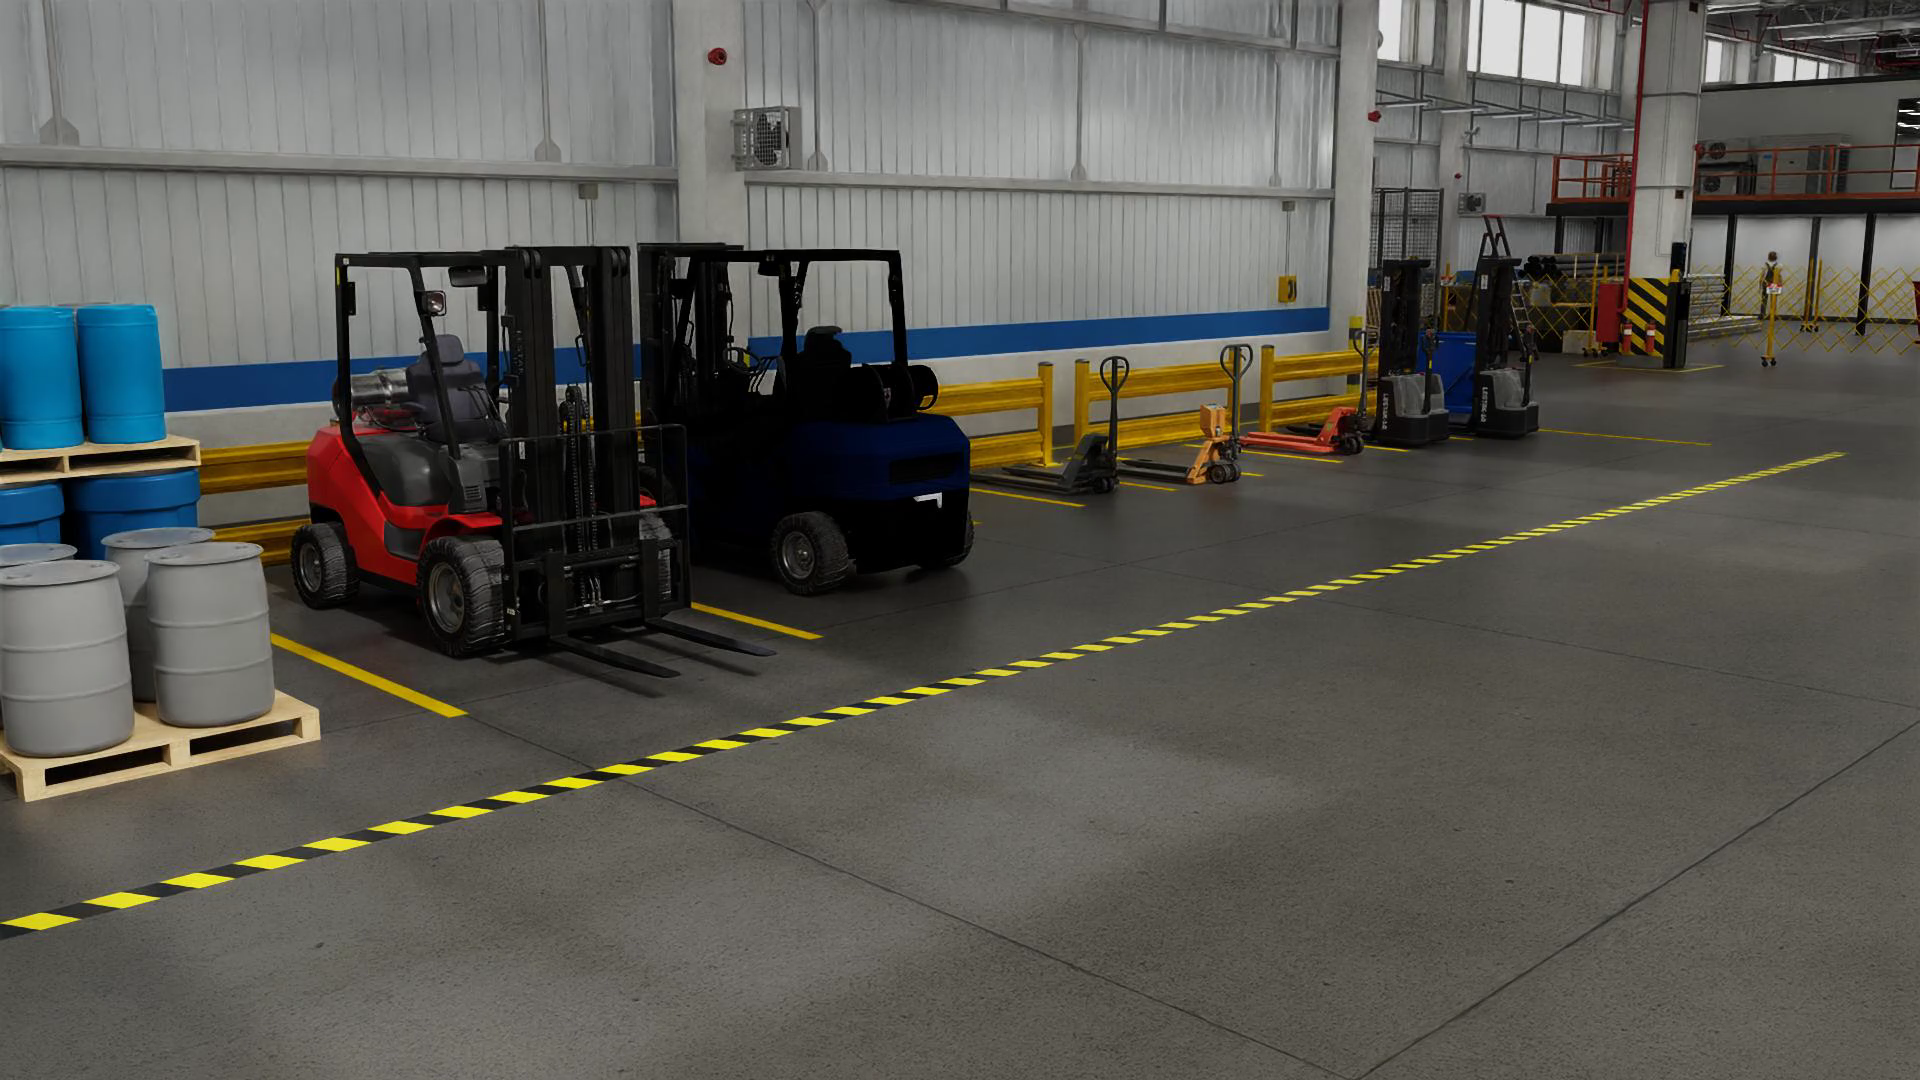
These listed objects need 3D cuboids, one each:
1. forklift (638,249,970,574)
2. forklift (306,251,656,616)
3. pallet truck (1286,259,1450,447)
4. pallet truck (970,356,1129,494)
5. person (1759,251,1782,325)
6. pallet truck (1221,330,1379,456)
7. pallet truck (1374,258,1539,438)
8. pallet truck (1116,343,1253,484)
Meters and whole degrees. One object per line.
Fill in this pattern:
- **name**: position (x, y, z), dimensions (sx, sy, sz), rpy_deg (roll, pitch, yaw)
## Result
- **forklift**: position (-1.173, -0.958, 11.239), dimensions (2.680, 1.987, 1.157), rpy_deg (10, 14, 43)
- **forklift**: position (-2.833, -0.669, 9.694), dimensions (1.157, 1.987, 2.680), rpy_deg (-10, 14, -44)
- **pallet truck**: position (4.493, -2.078, 18.196), dimensions (0.823, 1.965, 1.885), rpy_deg (-9, 14, -40)
- **pallet truck**: position (0.784, -1.085, 14.876), dimensions (0.680, 1.201, 1.601), rpy_deg (-10, 14, -44)
- **person**: position (20.376, -6.336, 41.839), dimensions (0.507, 1.842, 0.351), rpy_deg (6, 12, 30)
- **pallet truck**: position (3.563, -1.581, 17.381), dimensions (0.653, 1.274, 1.630), rpy_deg (-10, 14, -44)
- **pallet truck**: position (5.704, -2.208, 18.901), dimensions (1.885, 1.965, 0.823), rpy_deg (10, 14, 43)
- **pallet truck**: position (1.962, -1.215, 15.415), dimensions (1.522, 1.261, 0.704), rpy_deg (10, 14, 43)
